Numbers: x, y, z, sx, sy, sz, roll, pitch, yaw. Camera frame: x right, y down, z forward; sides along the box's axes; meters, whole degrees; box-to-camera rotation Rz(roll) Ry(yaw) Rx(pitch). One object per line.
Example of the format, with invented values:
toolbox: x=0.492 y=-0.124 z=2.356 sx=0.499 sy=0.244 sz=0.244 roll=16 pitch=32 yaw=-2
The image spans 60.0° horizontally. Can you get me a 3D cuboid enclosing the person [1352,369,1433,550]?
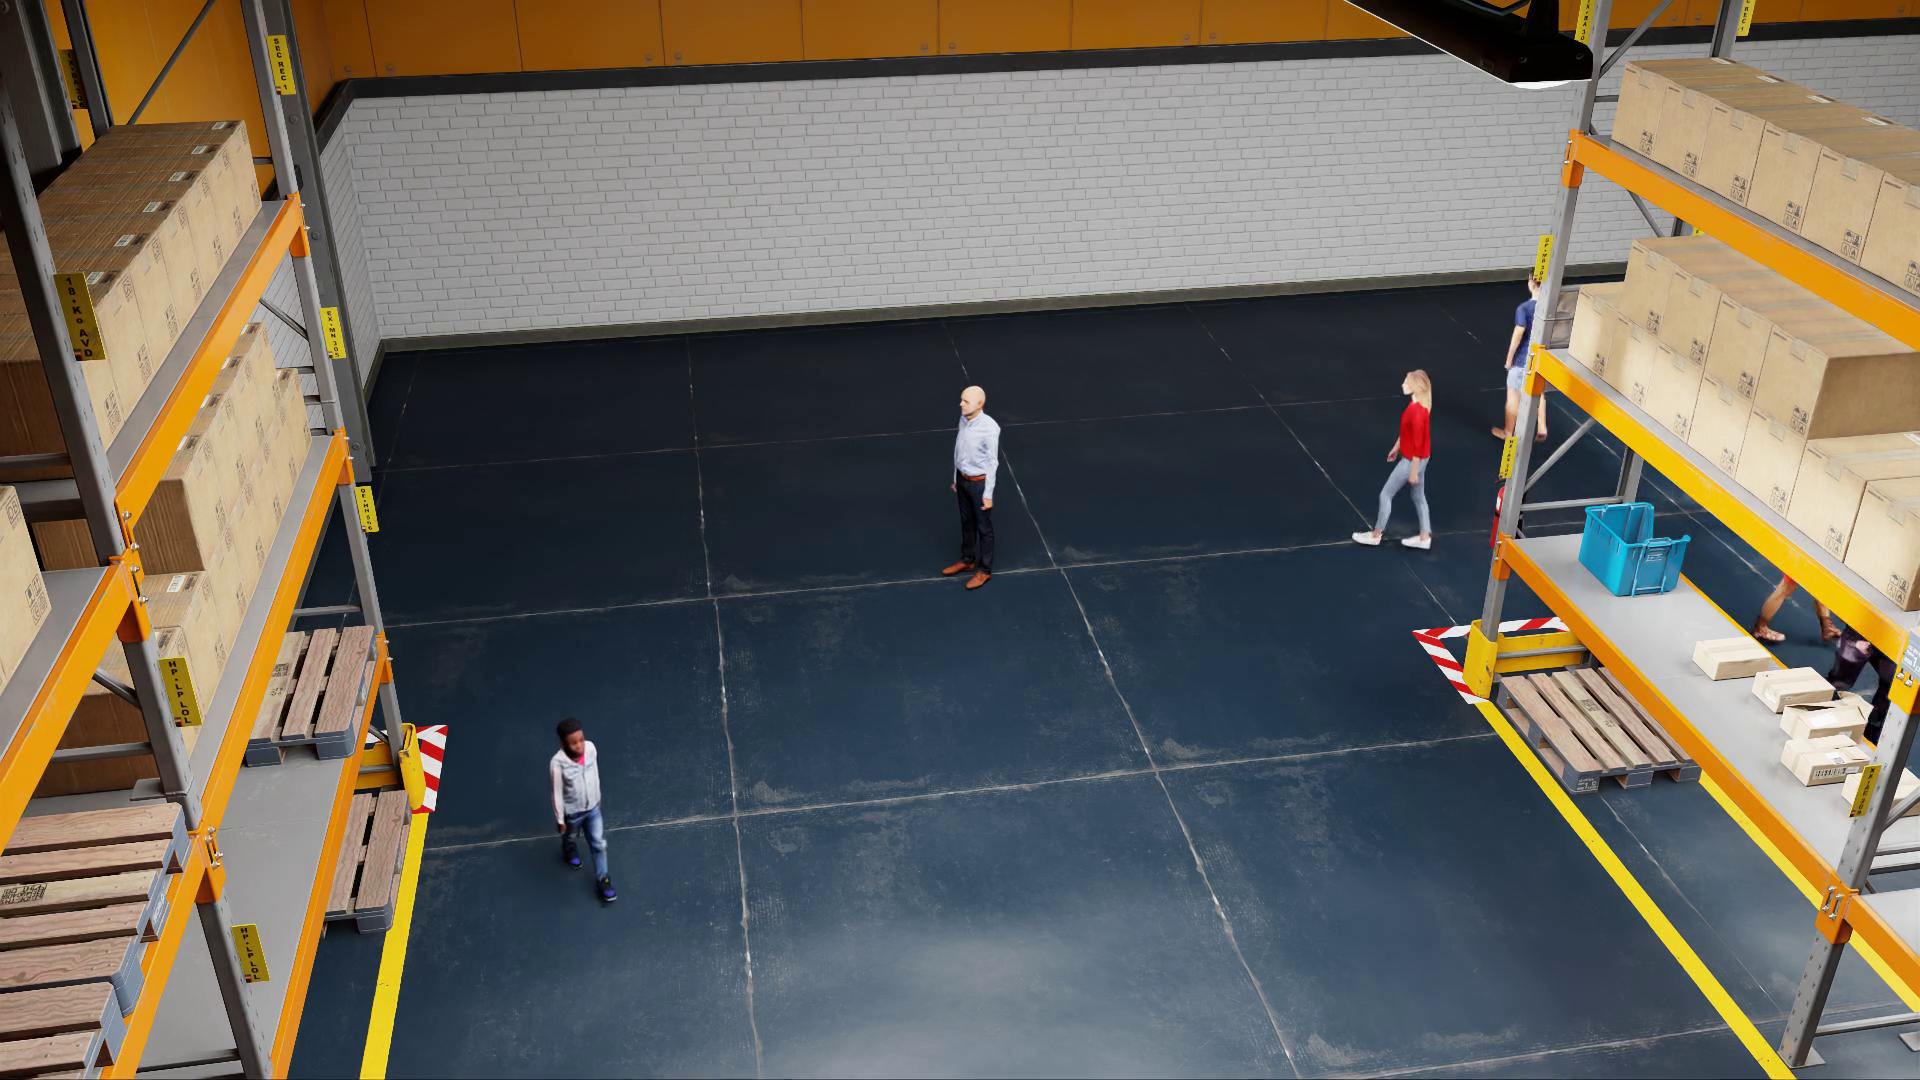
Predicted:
person: x=4.004 y=-0.656 z=14.419 sx=0.945 sy=1.676 sz=0.965 roll=10 pitch=30 yaw=18

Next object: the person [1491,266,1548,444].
person: x=5.635 y=-1.766 z=16.288 sx=0.721 sy=1.834 sz=0.899 roll=-8 pitch=30 yaw=-15

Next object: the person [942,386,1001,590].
person: x=0.119 y=-0.467 z=13.952 sx=0.791 sy=1.791 sz=0.675 roll=-21 pitch=35 yaw=-34

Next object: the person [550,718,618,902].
person: x=-2.461 y=1.654 z=10.635 sx=0.704 sy=1.245 sz=0.941 roll=-17 pitch=33 yaw=-29
